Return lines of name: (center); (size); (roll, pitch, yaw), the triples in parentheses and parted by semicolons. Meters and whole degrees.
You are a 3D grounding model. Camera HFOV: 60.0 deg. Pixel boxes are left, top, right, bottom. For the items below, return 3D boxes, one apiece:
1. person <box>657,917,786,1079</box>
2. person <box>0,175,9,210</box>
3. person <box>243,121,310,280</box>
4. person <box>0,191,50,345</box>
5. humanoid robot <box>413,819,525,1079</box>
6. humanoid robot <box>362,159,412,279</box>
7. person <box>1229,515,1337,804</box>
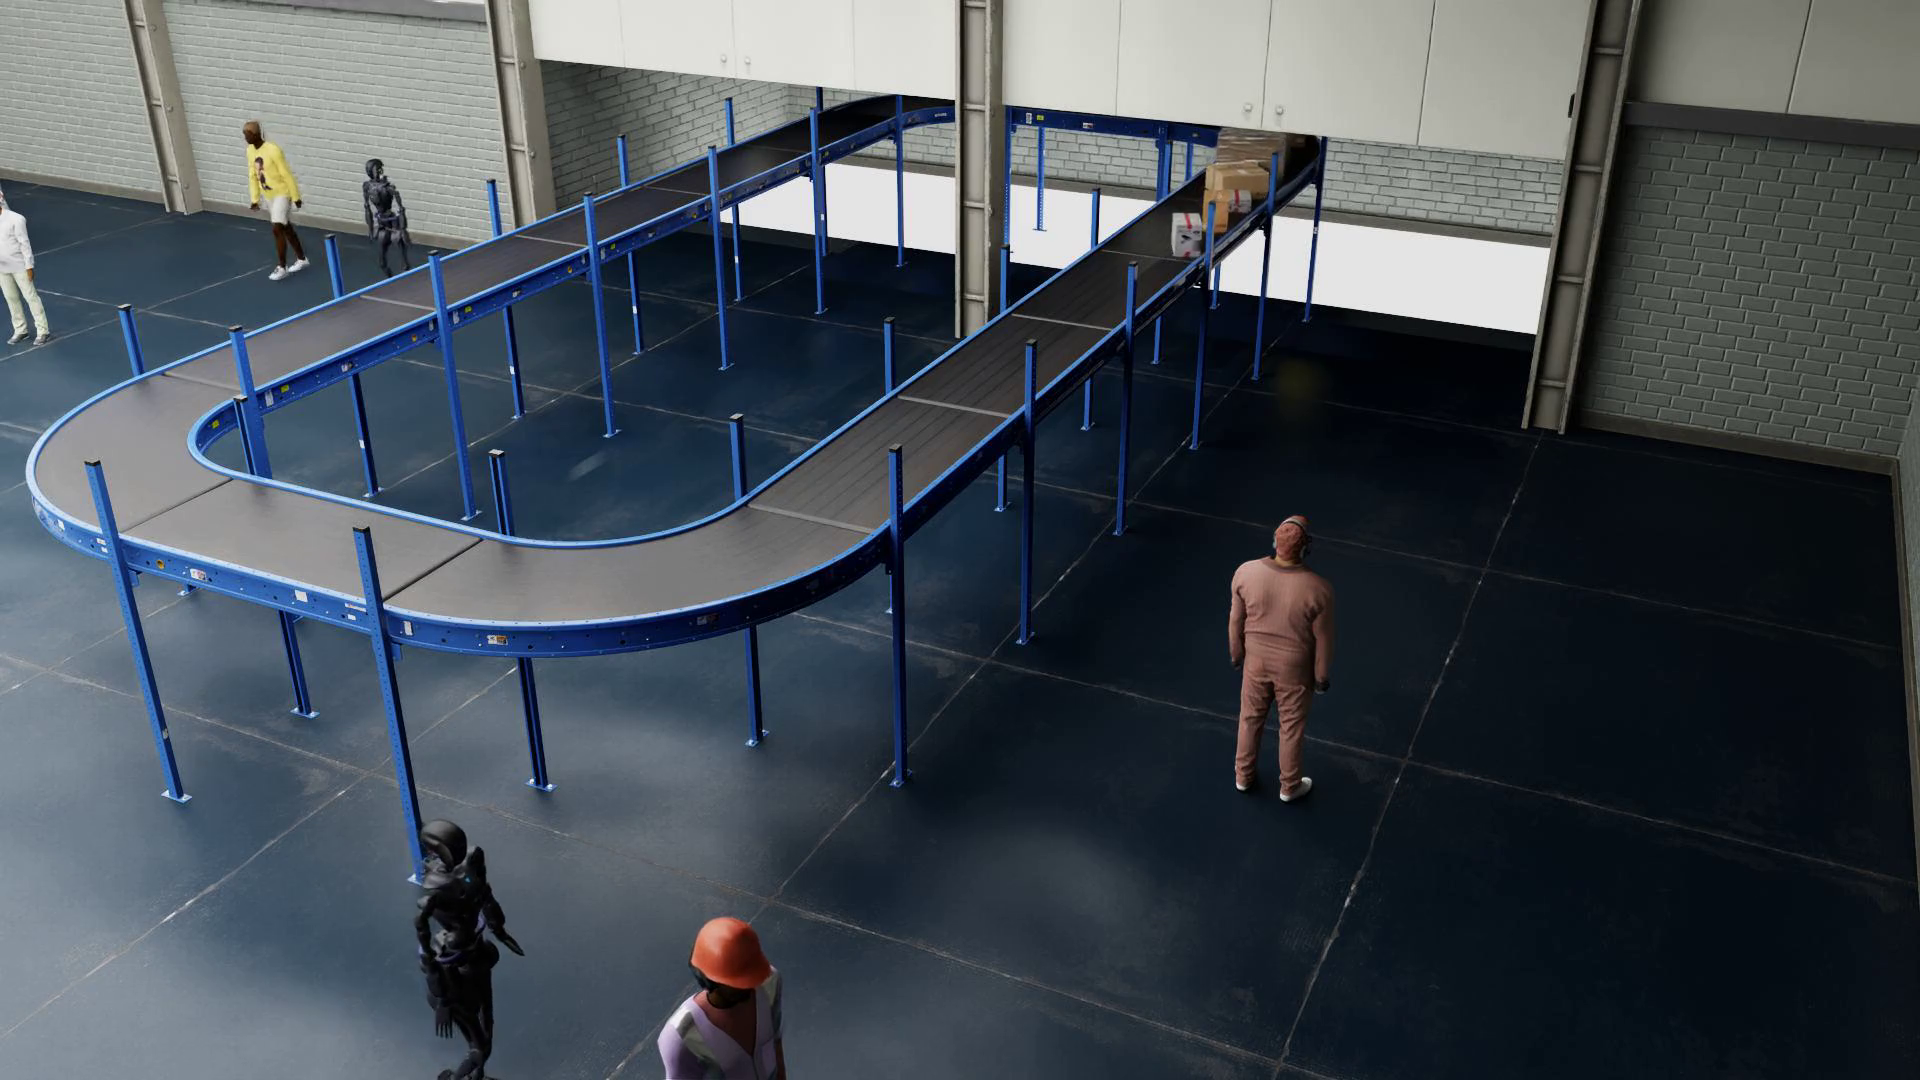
person: (-0.894, 2.362, 6.725); (0.367, 2.044, 0.607); (19, 32, 33)
person: (-12.252, -4.575, 20.829); (0.375, 1.935, 0.625); (4, 27, 8)
person: (-8.251, -4.063, 19.869); (0.574, 1.857, 0.863); (14, 30, 25)
person: (-10.139, -2.934, 17.729); (0.564, 1.743, 0.349); (4, 27, 7)
humanoid robot: (-2.344, 1.997, 7.873); (0.364, 1.648, 0.599); (8, 27, 15)
humanoid robot: (-6.548, -3.579, 19.103); (0.609, 1.628, 0.385); (11, 28, 21)
person: (1.965, 0.729, 10.167); (0.653, 1.906, 0.409); (13, 29, 25)
